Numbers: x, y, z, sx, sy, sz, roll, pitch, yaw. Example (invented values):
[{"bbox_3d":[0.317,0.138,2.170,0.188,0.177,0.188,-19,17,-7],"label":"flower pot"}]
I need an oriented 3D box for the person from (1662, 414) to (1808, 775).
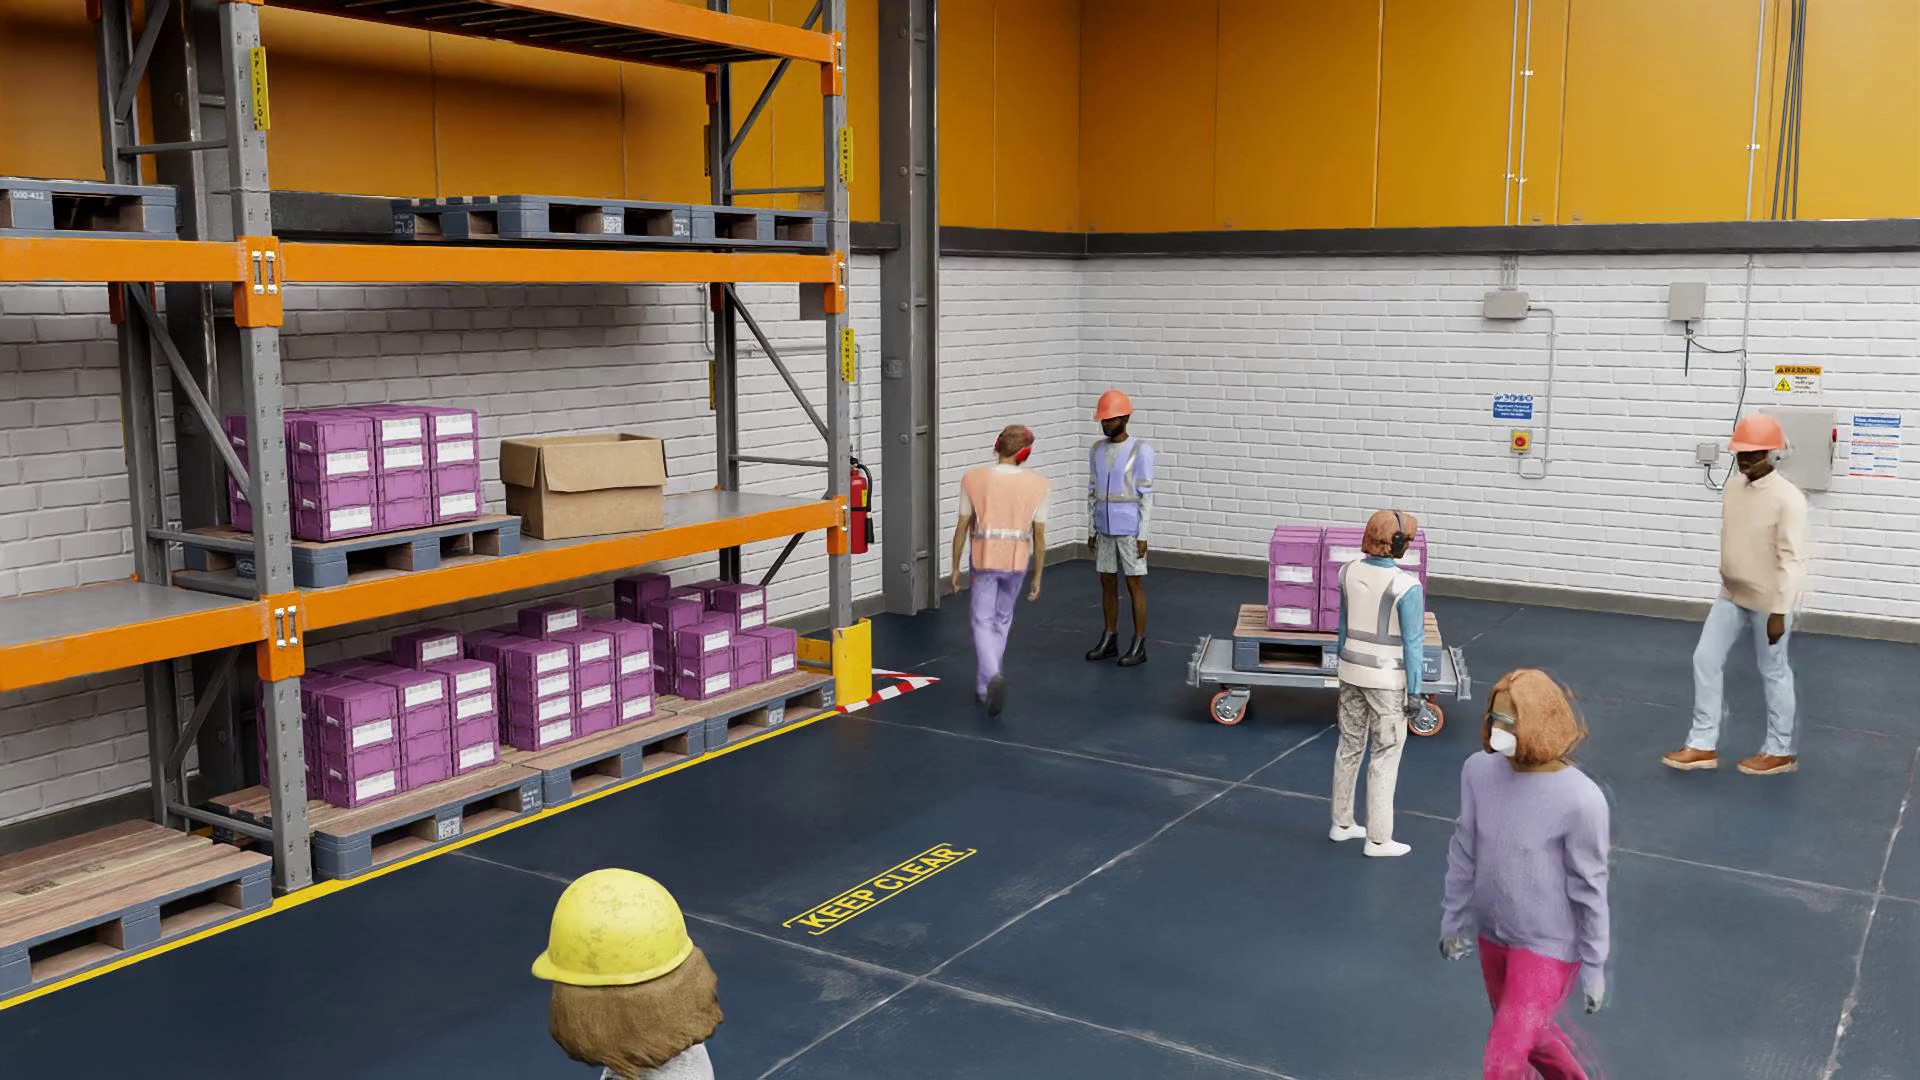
[{"bbox_3d":[4.173,0.314,8.896,0.843,1.962,0.641,-2,9,-15],"label":"person"}]

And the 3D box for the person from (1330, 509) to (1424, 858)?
[{"bbox_3d":[1.936,0.665,7.729,0.315,1.631,0.524,-5,10,-30],"label":"person"}]

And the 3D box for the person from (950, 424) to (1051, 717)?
[{"bbox_3d":[0.260,0.182,10.286,0.617,1.801,0.752,-1,9,-7],"label":"person"}]

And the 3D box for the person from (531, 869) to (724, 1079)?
[{"bbox_3d":[-0.518,1.378,2.742,0.313,1.739,0.485,-2,9,-12],"label":"person"}]

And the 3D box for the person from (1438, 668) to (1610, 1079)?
[{"bbox_3d":[1.644,1.135,4.765,0.818,1.600,0.513,-5,10,-28],"label":"person"}]

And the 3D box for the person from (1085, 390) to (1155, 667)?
[{"bbox_3d":[1.093,-0.082,11.626,0.547,1.929,0.392,8,12,42],"label":"person"}]
